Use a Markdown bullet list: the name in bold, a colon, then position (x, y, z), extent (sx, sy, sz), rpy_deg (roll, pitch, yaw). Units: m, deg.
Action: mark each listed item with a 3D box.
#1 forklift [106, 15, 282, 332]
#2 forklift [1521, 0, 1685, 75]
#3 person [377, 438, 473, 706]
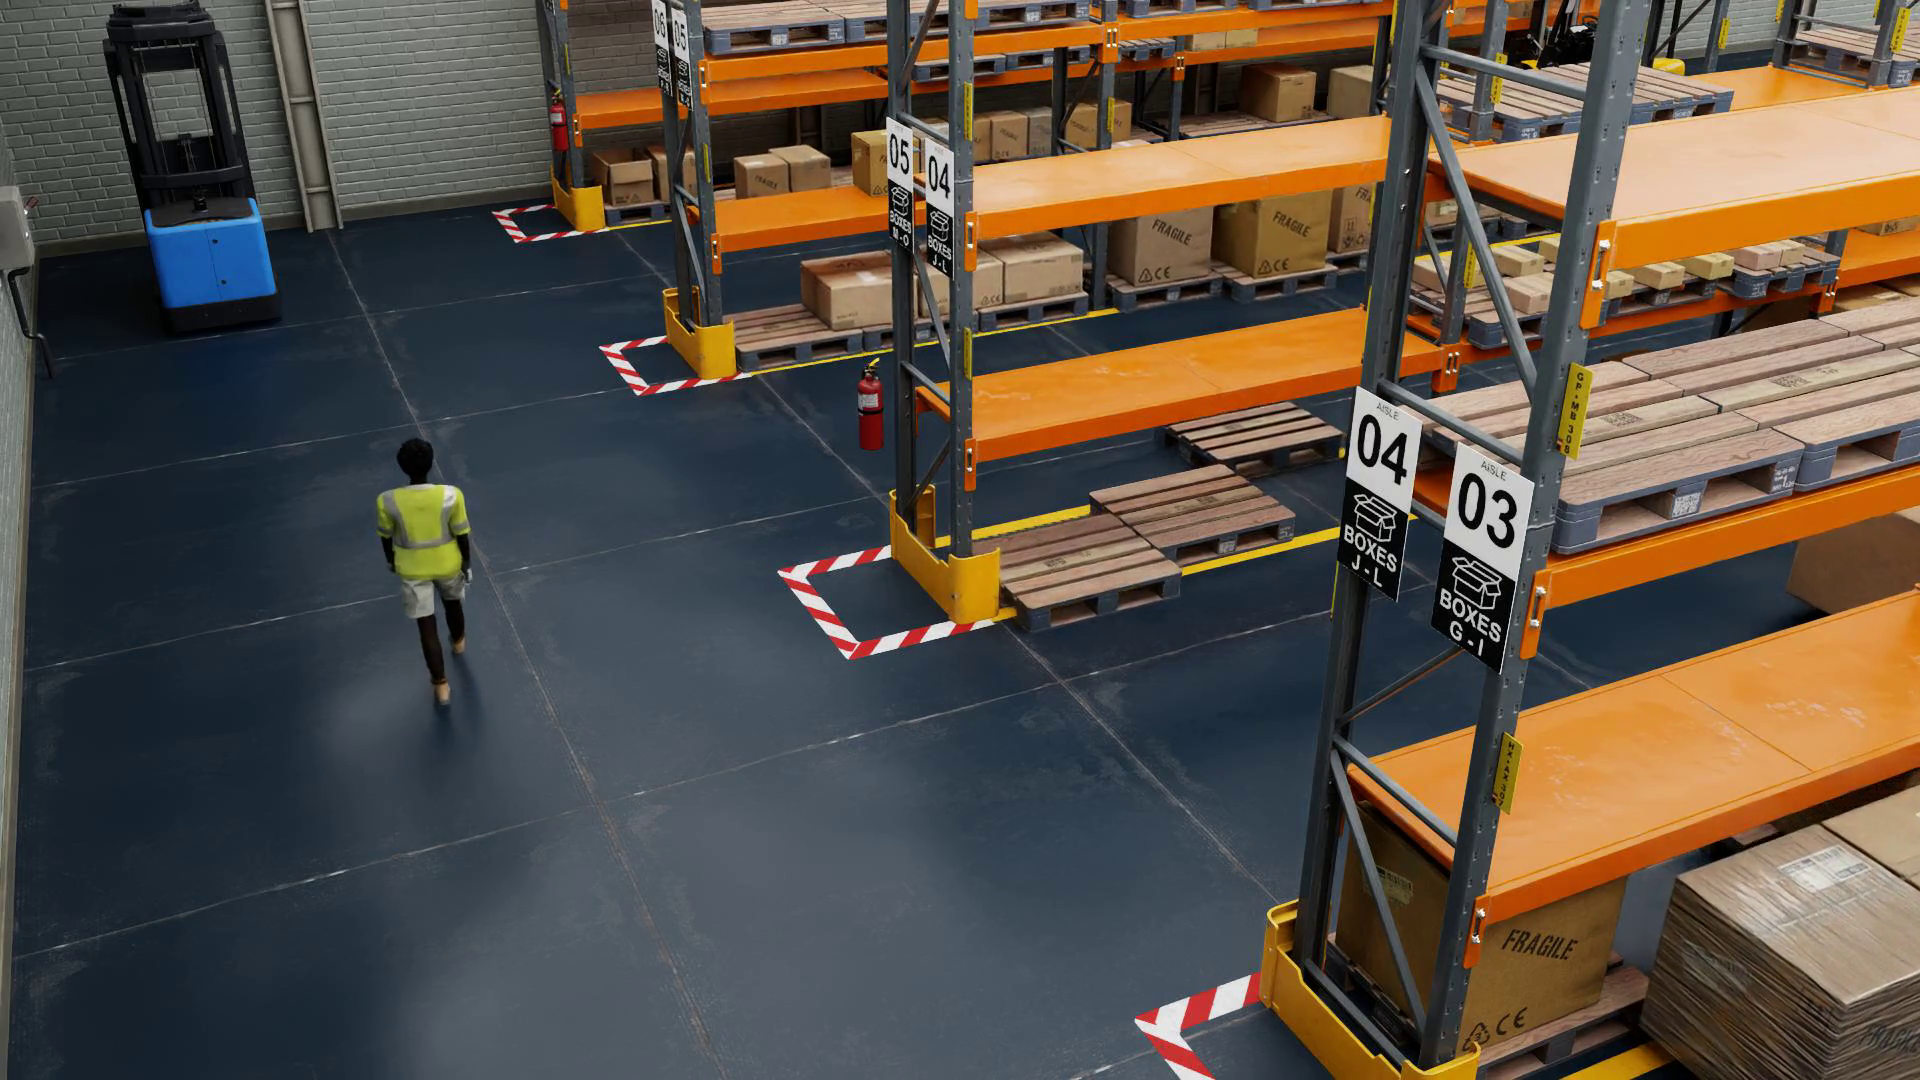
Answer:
- **forklift**: position (-7.548, -3.672, 16.323), extent (1.129, 2.768, 1.873), rpy_deg (-12, 30, -22)
- **forklift**: position (8.950, -6.807, 23.056), extent (1.214, 2.155, 2.313), rpy_deg (-12, 30, -22)
- **person**: position (-3.288, 0.153, 10.304), extent (0.539, 1.648, 0.863), rpy_deg (-11, 29, -19)
